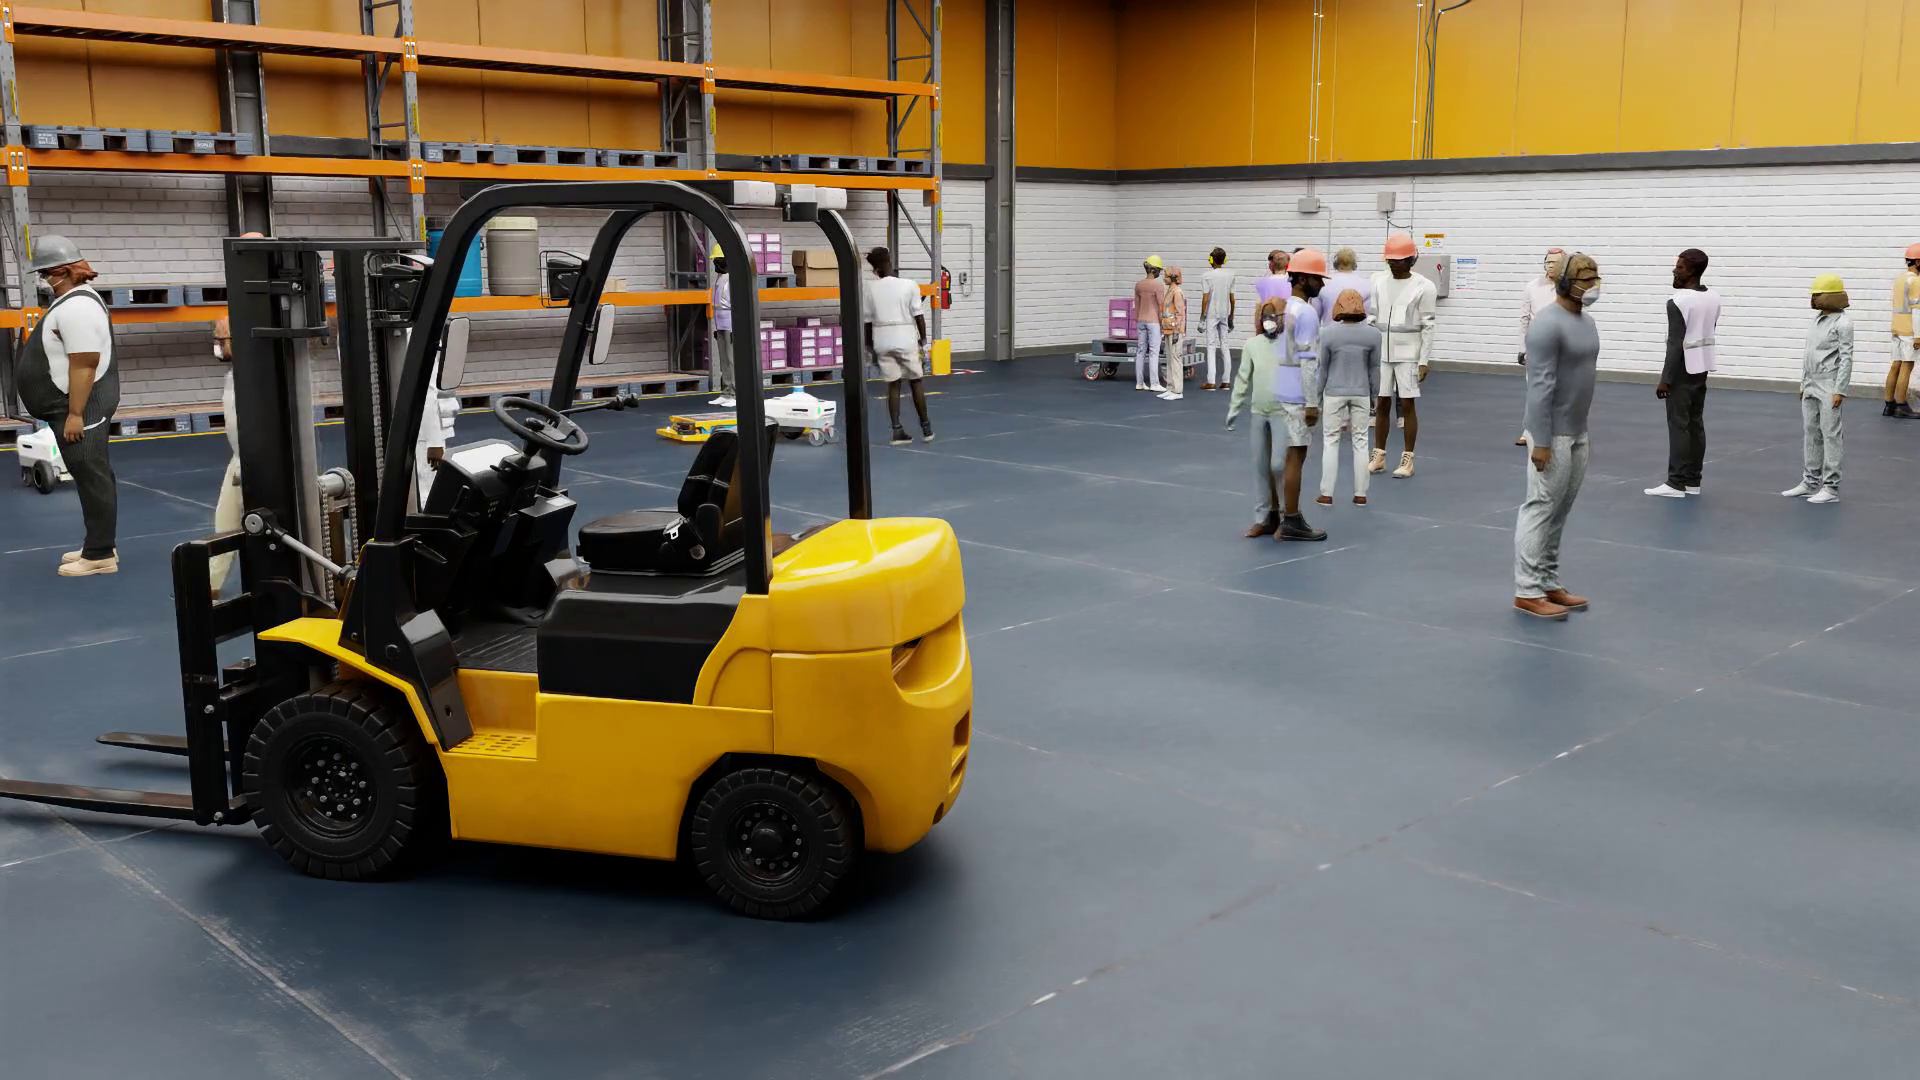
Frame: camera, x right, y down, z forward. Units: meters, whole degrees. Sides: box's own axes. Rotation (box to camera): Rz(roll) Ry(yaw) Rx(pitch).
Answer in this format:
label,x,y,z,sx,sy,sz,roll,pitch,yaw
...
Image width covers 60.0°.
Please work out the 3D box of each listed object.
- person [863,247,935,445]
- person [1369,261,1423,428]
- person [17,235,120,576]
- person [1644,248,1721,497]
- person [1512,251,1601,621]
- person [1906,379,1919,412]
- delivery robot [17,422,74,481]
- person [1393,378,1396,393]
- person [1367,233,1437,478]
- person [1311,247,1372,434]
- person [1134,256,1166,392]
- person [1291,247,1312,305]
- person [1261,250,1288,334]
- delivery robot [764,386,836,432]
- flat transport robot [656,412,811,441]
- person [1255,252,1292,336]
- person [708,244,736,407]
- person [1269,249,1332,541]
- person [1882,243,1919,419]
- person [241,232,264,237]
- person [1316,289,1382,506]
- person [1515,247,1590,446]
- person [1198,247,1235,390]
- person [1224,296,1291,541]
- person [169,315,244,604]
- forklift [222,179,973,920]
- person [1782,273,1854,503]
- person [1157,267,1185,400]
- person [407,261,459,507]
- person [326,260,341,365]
label,x,y,z,sx,sy,sz,roll,pitch,yaw
person,-0.590,-1.898,16.253,0.684,1.914,0.633,3,11,15
person,4.568,-2.172,17.512,0.609,1.996,0.379,3,11,14
person,-5.326,-0.809,9.957,0.536,2.000,0.677,-4,11,-22
person,5.635,-1.286,12.893,0.591,1.919,0.392,-8,13,-37
person,3.184,-0.554,8.846,0.352,1.937,0.635,9,14,40
person,11.217,-2.431,18.978,0.432,1.971,0.591,5,11,24
delivery robot,-7.224,-0.724,13.290,0.707,0.478,0.477,8,13,39
person,5.622,-2.689,21.202,0.541,1.664,0.731,2,11,9
person,3.645,-1.530,13.908,0.605,2.034,0.391,10,14,43
person,3.839,-1.981,16.712,0.630,1.915,0.798,1,10,4
person,2.488,-2.807,21.627,0.326,1.760,0.524,-8,13,-39
person,4.812,-3.255,23.805,0.544,1.852,0.418,-3,11,-18
person,4.009,-2.754,21.108,0.429,1.839,0.633,-8,13,-36
delivery robot,-1.567,-1.257,16.198,0.707,0.478,0.477,5,12,27
flat transport robot,-2.255,-1.157,16.683,1.431,0.197,0.652,-7,12,-32
person,3.721,-2.434,19.386,0.575,1.844,0.412,5,12,27
person,-2.772,-2.540,19.703,0.368,1.928,0.585,-7,12,-32
person,2.250,-0.962,11.086,0.367,1.932,0.544,-2,11,-11
person,10.528,-2.312,18.434,0.361,1.938,0.545,1,10,5
person,-5.783,-1.506,13.749,0.372,2.042,0.615,-10,14,-42
person,2.900,-1.062,12.470,0.501,1.626,0.278,0,10,0
person,5.648,-1.830,15.891,0.651,1.906,0.401,7,12,33
person,3.356,-2.891,21.775,0.523,1.870,0.317,-4,11,-20
person,2.062,-0.810,11.093,0.519,1.627,0.353,10,14,44
person,-3.901,-0.435,9.172,0.857,1.594,0.535,-9,14,-42
forklift,-1.114,-0.058,5.440,2.313,2.155,1.214,2,11,13
person,6.551,-1.154,12.653,0.324,1.740,0.492,-1,10,-6
person,2.620,-2.546,20.521,0.309,1.639,0.523,-1,10,-6
person,-2.904,-0.573,9.099,0.350,1.882,0.583,-4,11,-23
person,-4.748,-1.335,13.102,0.361,1.939,0.543,-4,11,-22
